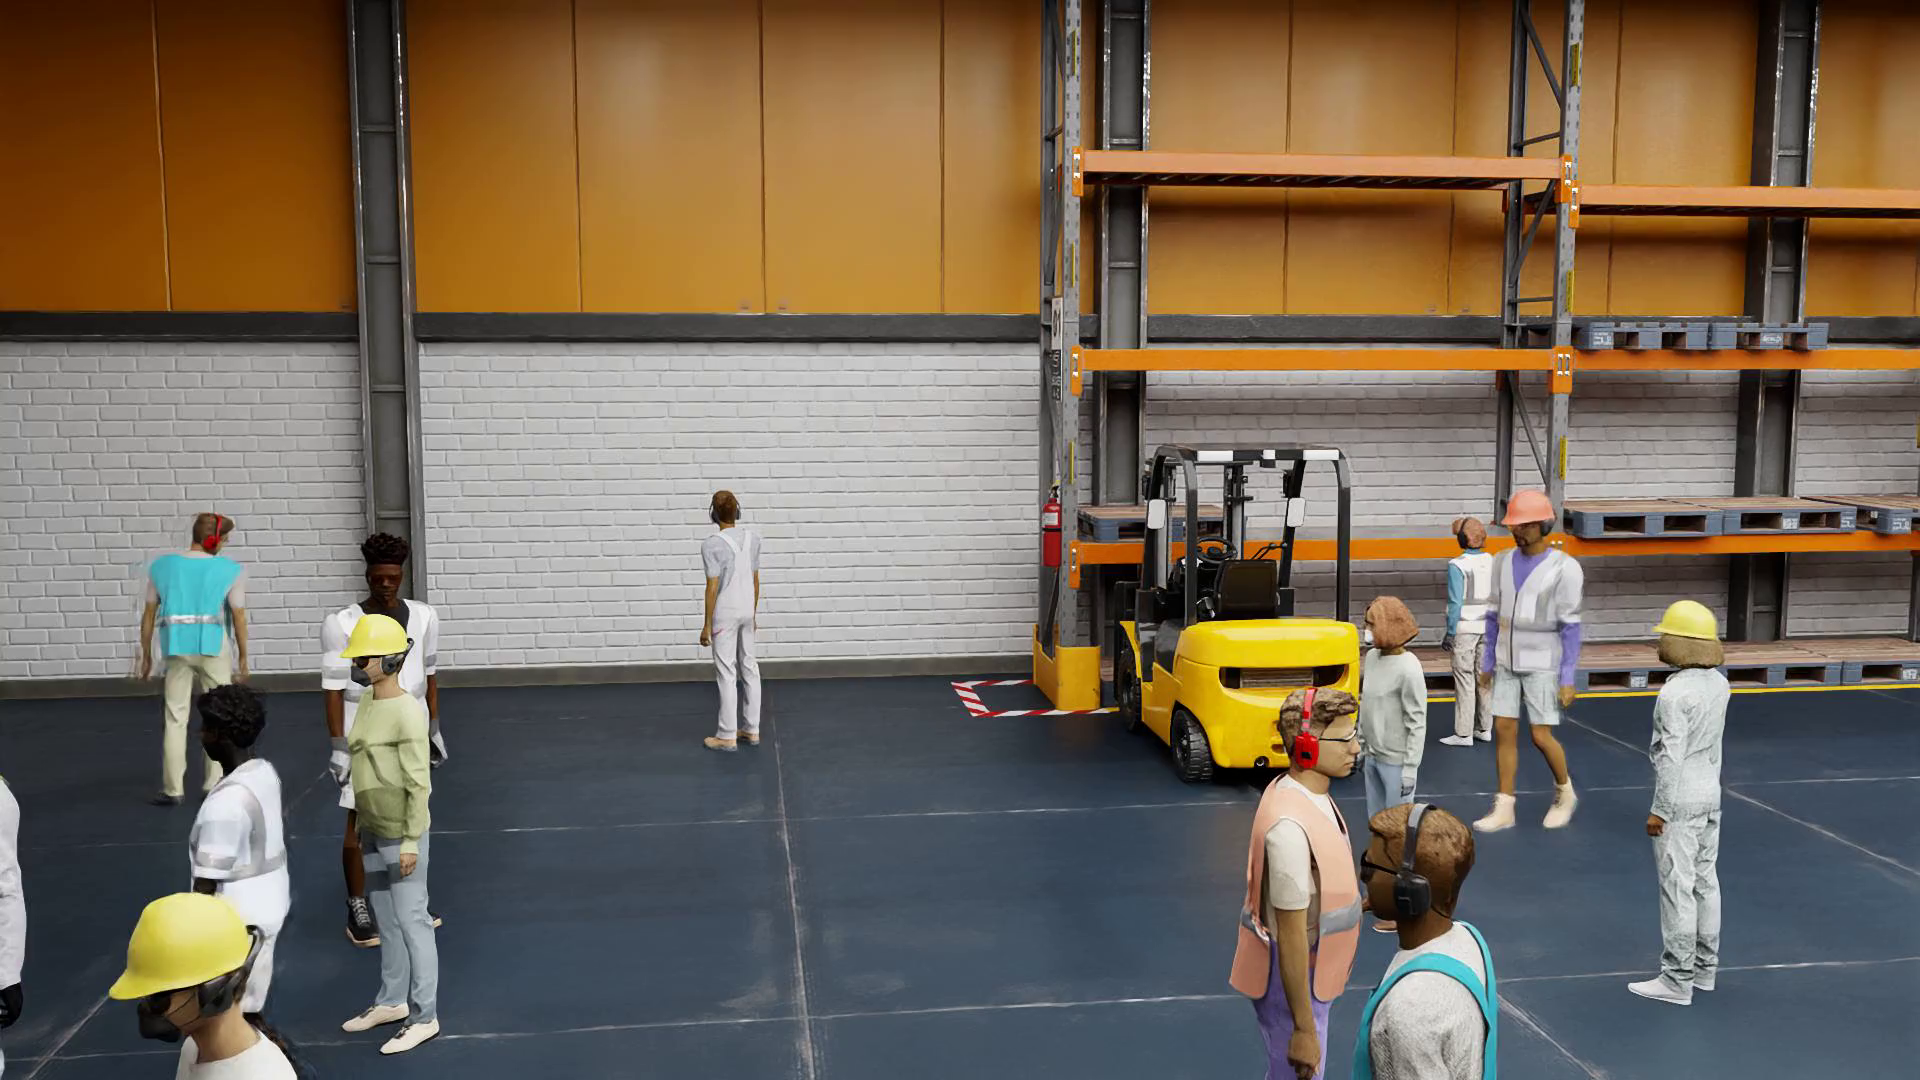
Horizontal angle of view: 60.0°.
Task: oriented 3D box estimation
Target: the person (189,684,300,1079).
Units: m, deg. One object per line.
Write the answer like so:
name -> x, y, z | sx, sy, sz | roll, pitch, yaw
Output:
person -> -2.507, 1.335, 5.780 | 0.564, 1.672, 0.581 | -1, 7, -12

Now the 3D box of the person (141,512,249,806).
person -> -4.758, 0.745, 10.321 | 0.658, 1.813, 0.414 | -2, 7, -14

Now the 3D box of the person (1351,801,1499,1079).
person -> 1.001, 1.483, 3.685 | 0.345, 1.846, 0.506 | 3, 7, 25

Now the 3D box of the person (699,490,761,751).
person -> -1.624, 0.565, 11.738 | 0.350, 1.842, 0.506 | 6, 9, 41

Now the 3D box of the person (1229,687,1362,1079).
person -> 0.999, 1.340, 4.925 | 0.389, 1.847, 0.563 | 2, 7, 14

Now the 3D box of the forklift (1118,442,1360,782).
forklift -> 1.912, 0.418, 11.496 | 1.214, 2.155, 2.313 | -1, 7, -8

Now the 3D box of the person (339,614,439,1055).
person -> -2.319, 1.174, 6.732 | 0.313, 1.769, 0.523 | -6, 9, -43

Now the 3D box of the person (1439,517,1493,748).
person -> 3.624, 0.656, 11.832 | 0.523, 1.636, 0.310 | -5, 8, -37

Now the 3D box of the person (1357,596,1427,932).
person -> 2.085, 1.082, 8.116 | 0.270, 1.631, 0.507 | -2, 7, -14

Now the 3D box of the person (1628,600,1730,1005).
person -> 3.132, 1.128, 7.235 | 0.493, 1.743, 0.303 | -6, 9, -40

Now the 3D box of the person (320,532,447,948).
person -> -2.746, 0.934, 7.973 | 0.367, 1.963, 0.609 | 6, 9, 41

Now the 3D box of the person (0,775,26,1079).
person -> -3.163, 1.342, 5.009 | 0.637, 1.830, 0.429 | -2, 7, -18

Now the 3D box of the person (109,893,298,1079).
person -> -1.390, 1.554, 3.450 | 0.595, 1.748, 0.553 | -5, 8, -39

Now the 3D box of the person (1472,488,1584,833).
person -> 3.337, 0.709, 9.700 | 0.581, 2.042, 0.632 | -4, 8, -32
